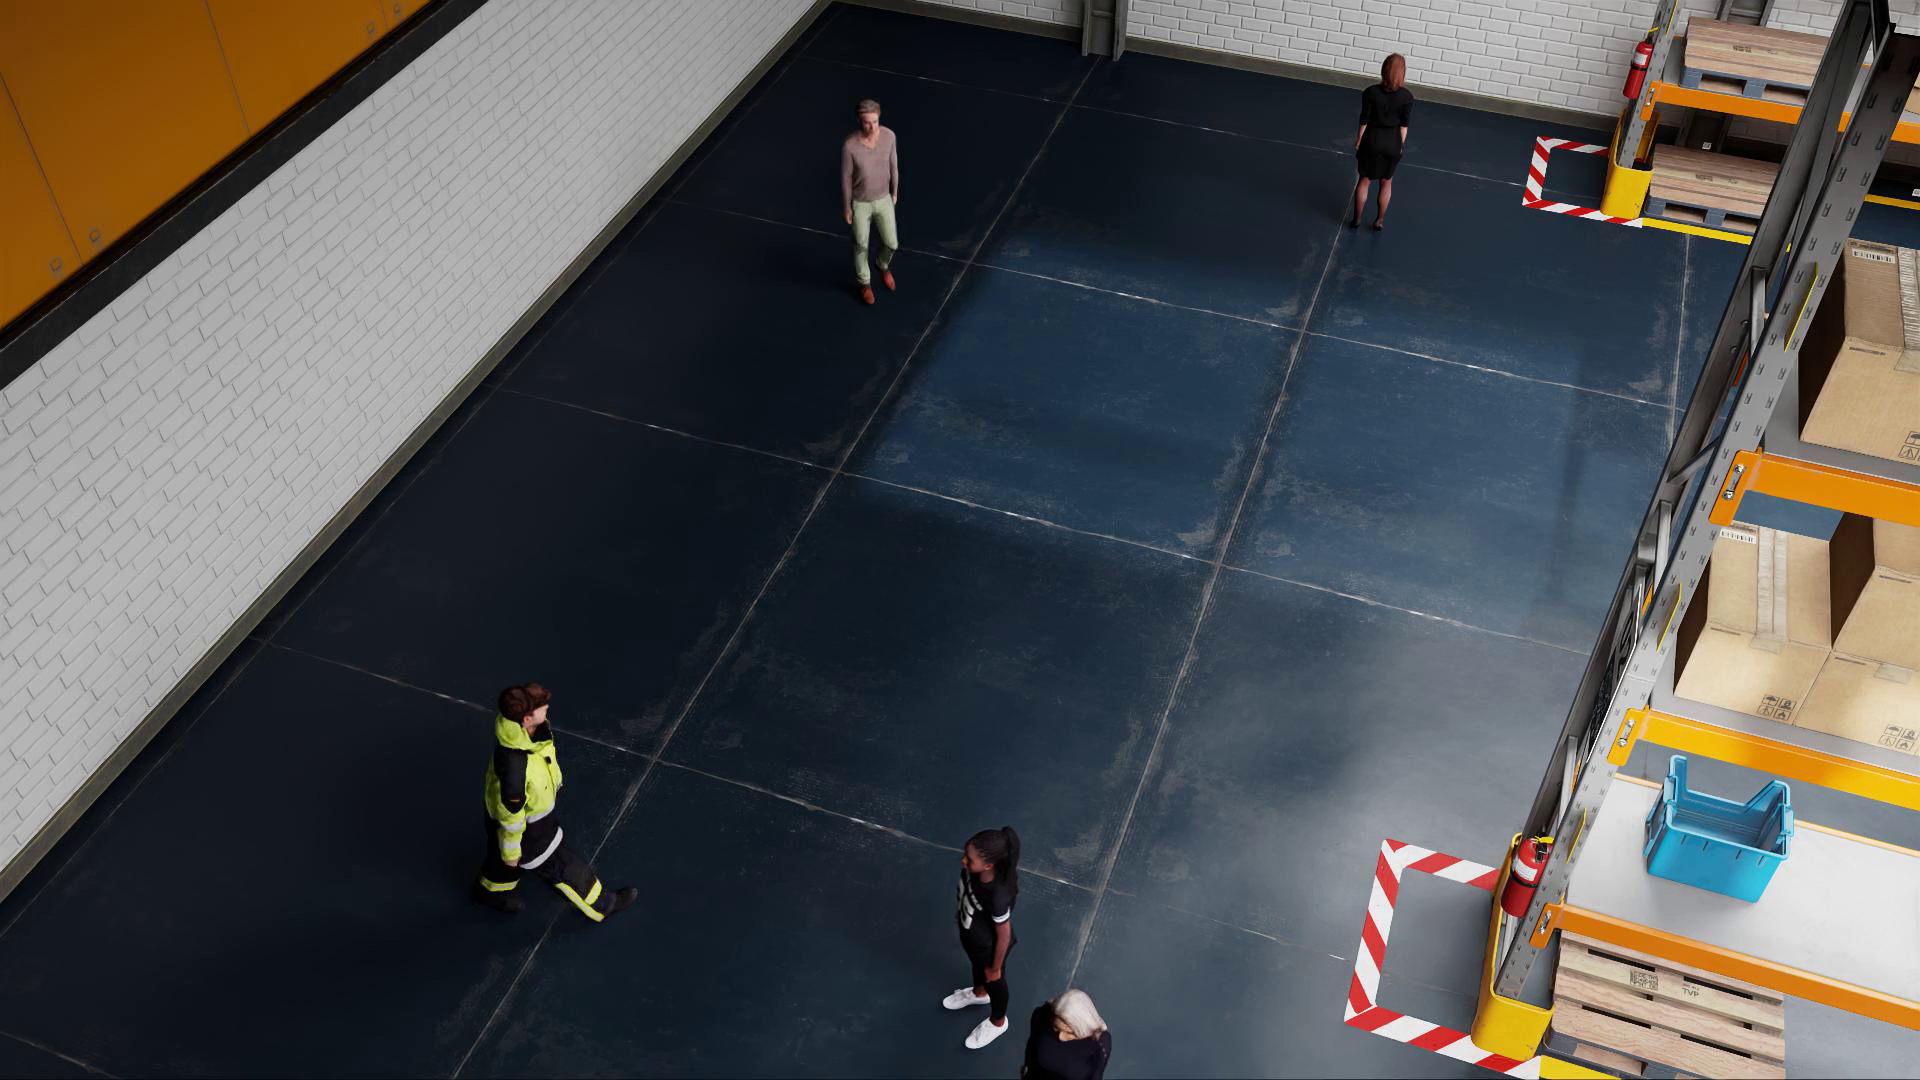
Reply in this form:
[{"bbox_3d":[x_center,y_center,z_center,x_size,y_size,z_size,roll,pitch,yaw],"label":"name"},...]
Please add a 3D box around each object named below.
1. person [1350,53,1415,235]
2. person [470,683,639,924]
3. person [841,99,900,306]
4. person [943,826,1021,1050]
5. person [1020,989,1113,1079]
[{"bbox_3d":[3.696,-3.463,14.610,0.459,1.706,0.663,10,45,10],"label":"person"},{"bbox_3d":[-2.520,1.529,9.215,1.374,1.920,1.147,-1,44,-1],"label":"person"},{"bbox_3d":[-0.785,-2.870,13.878,0.806,1.857,0.880,-12,45,-13],"label":"person"},{"bbox_3d":[0.127,2.081,8.775,0.757,1.728,0.703,-16,46,-16],"label":"person"},{"bbox_3d":[0.538,2.631,8.195,0.759,1.731,0.684,20,47,20],"label":"person"}]
